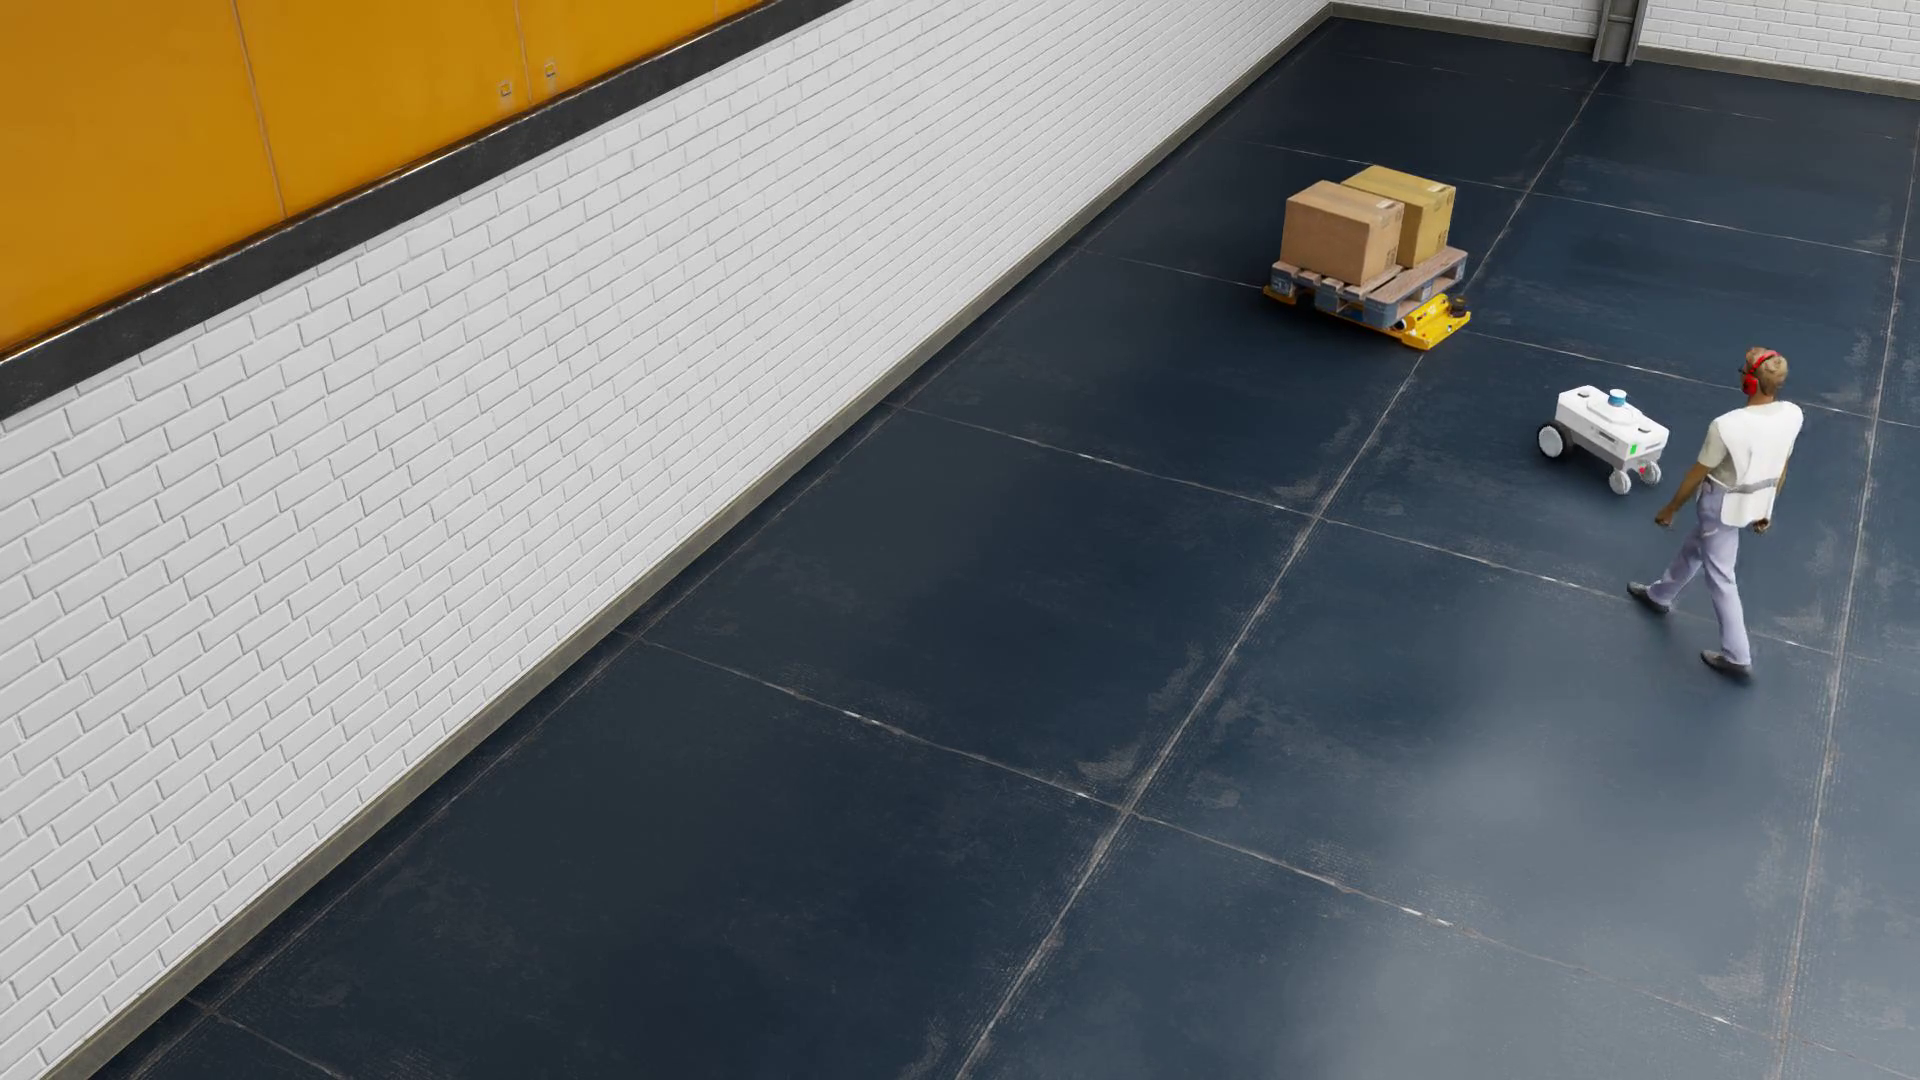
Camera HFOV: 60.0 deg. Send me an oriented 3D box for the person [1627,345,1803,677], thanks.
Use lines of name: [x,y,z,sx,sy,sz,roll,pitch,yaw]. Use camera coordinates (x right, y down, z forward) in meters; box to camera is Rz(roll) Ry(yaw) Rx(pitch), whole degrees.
person: [4.093,-0.179,8.875,0.586,1.795,0.962,-16,37,-22]

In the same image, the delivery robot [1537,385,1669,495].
delivery robot: [4.181,-0.705,10.755,0.499,0.579,0.753,-16,37,-23]

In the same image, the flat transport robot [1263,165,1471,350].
flat transport robot: [3.106,-1.849,12.729,1.431,0.231,0.659,26,42,33]
